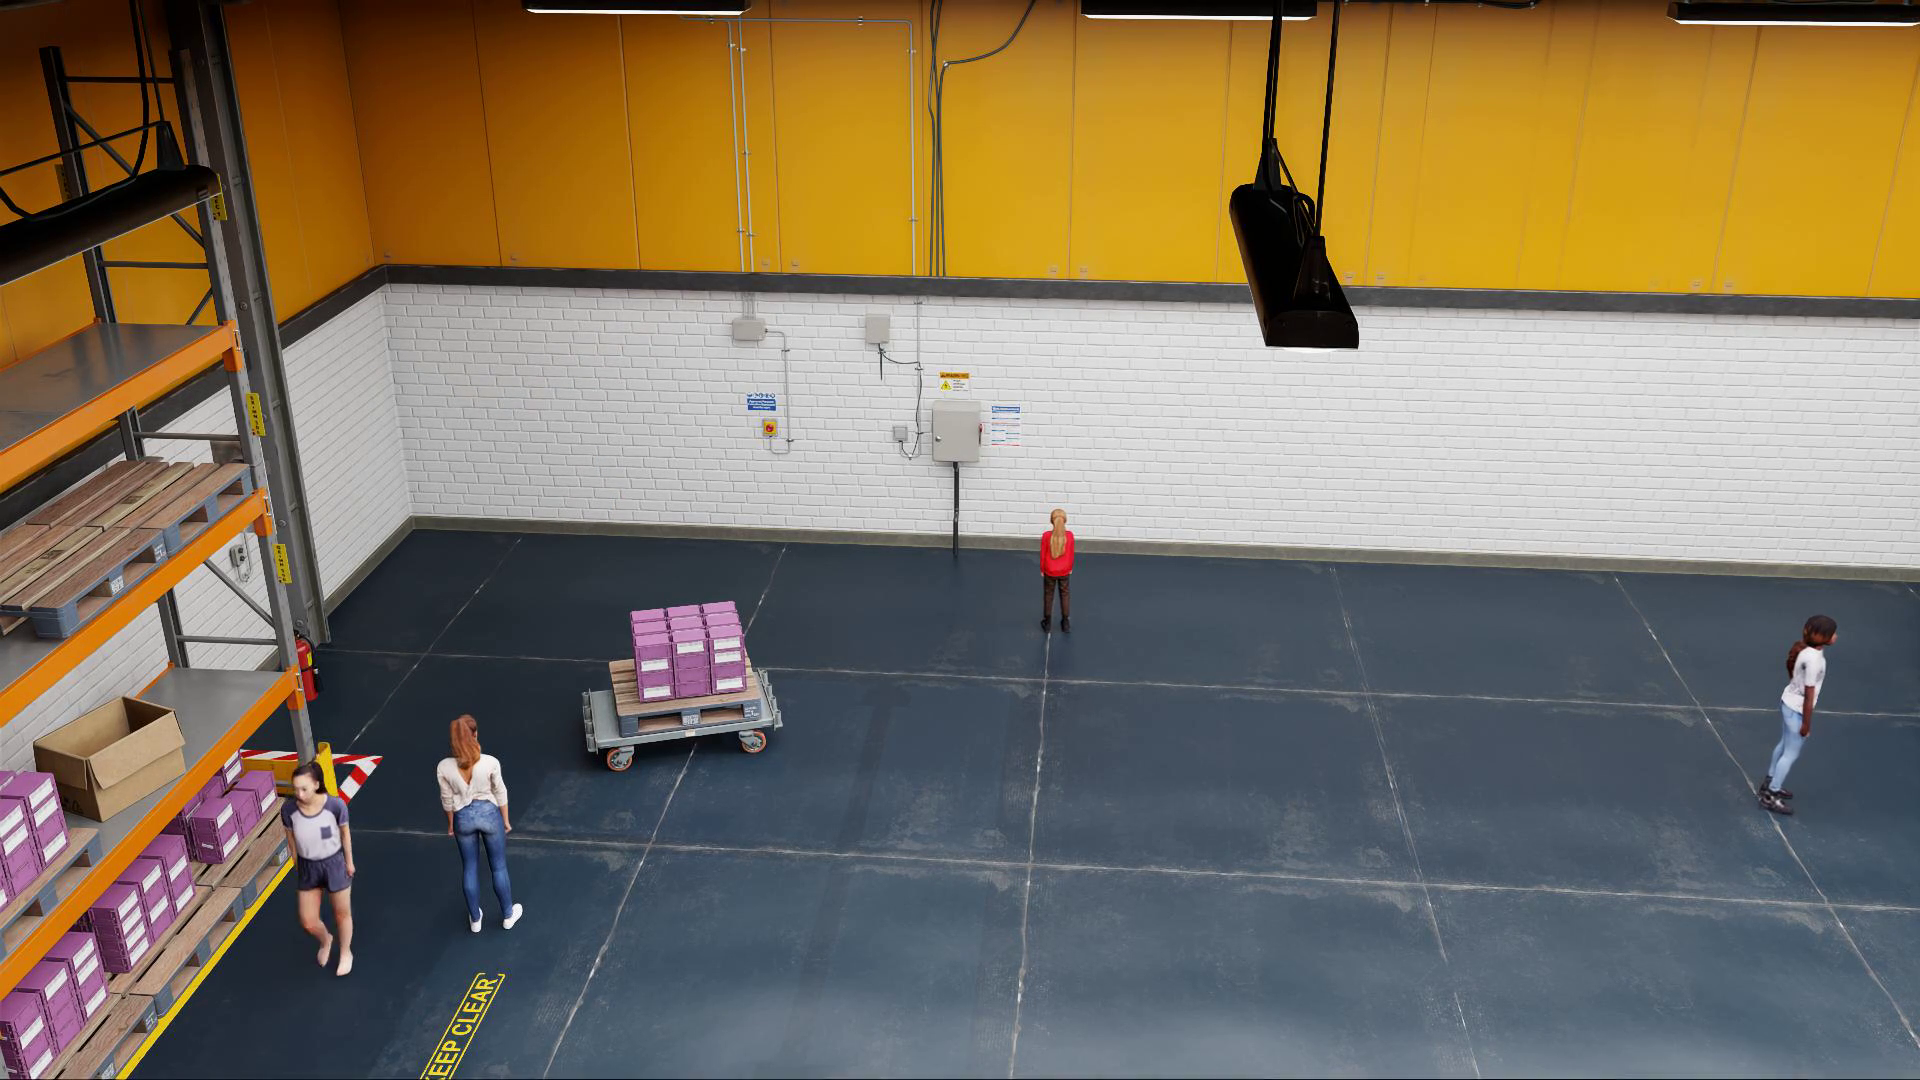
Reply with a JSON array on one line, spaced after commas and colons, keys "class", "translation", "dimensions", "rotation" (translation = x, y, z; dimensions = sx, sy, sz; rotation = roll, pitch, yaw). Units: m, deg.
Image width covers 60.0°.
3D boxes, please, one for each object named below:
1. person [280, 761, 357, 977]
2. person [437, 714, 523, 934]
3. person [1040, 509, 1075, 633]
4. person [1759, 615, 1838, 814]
[{"class": "person", "translation": [-4.362, 2.229, 11.455], "dimensions": [0.659, 1.640, 0.667], "rotation": [-4, 24, -8]}, {"class": "person", "translation": [-3.429, 2.012, 11.834], "dimensions": [0.648, 1.733, 0.590], "rotation": [-2, 24, -6]}, {"class": "person", "translation": [0.948, 0.293, 16.332], "dimensions": [0.524, 1.282, 0.543], "rotation": [-3, 24, -7]}, {"class": "person", "translation": [6.708, 1.366, 13.330], "dimensions": [0.689, 1.719, 0.543], "rotation": [8, 25, 18]}]
